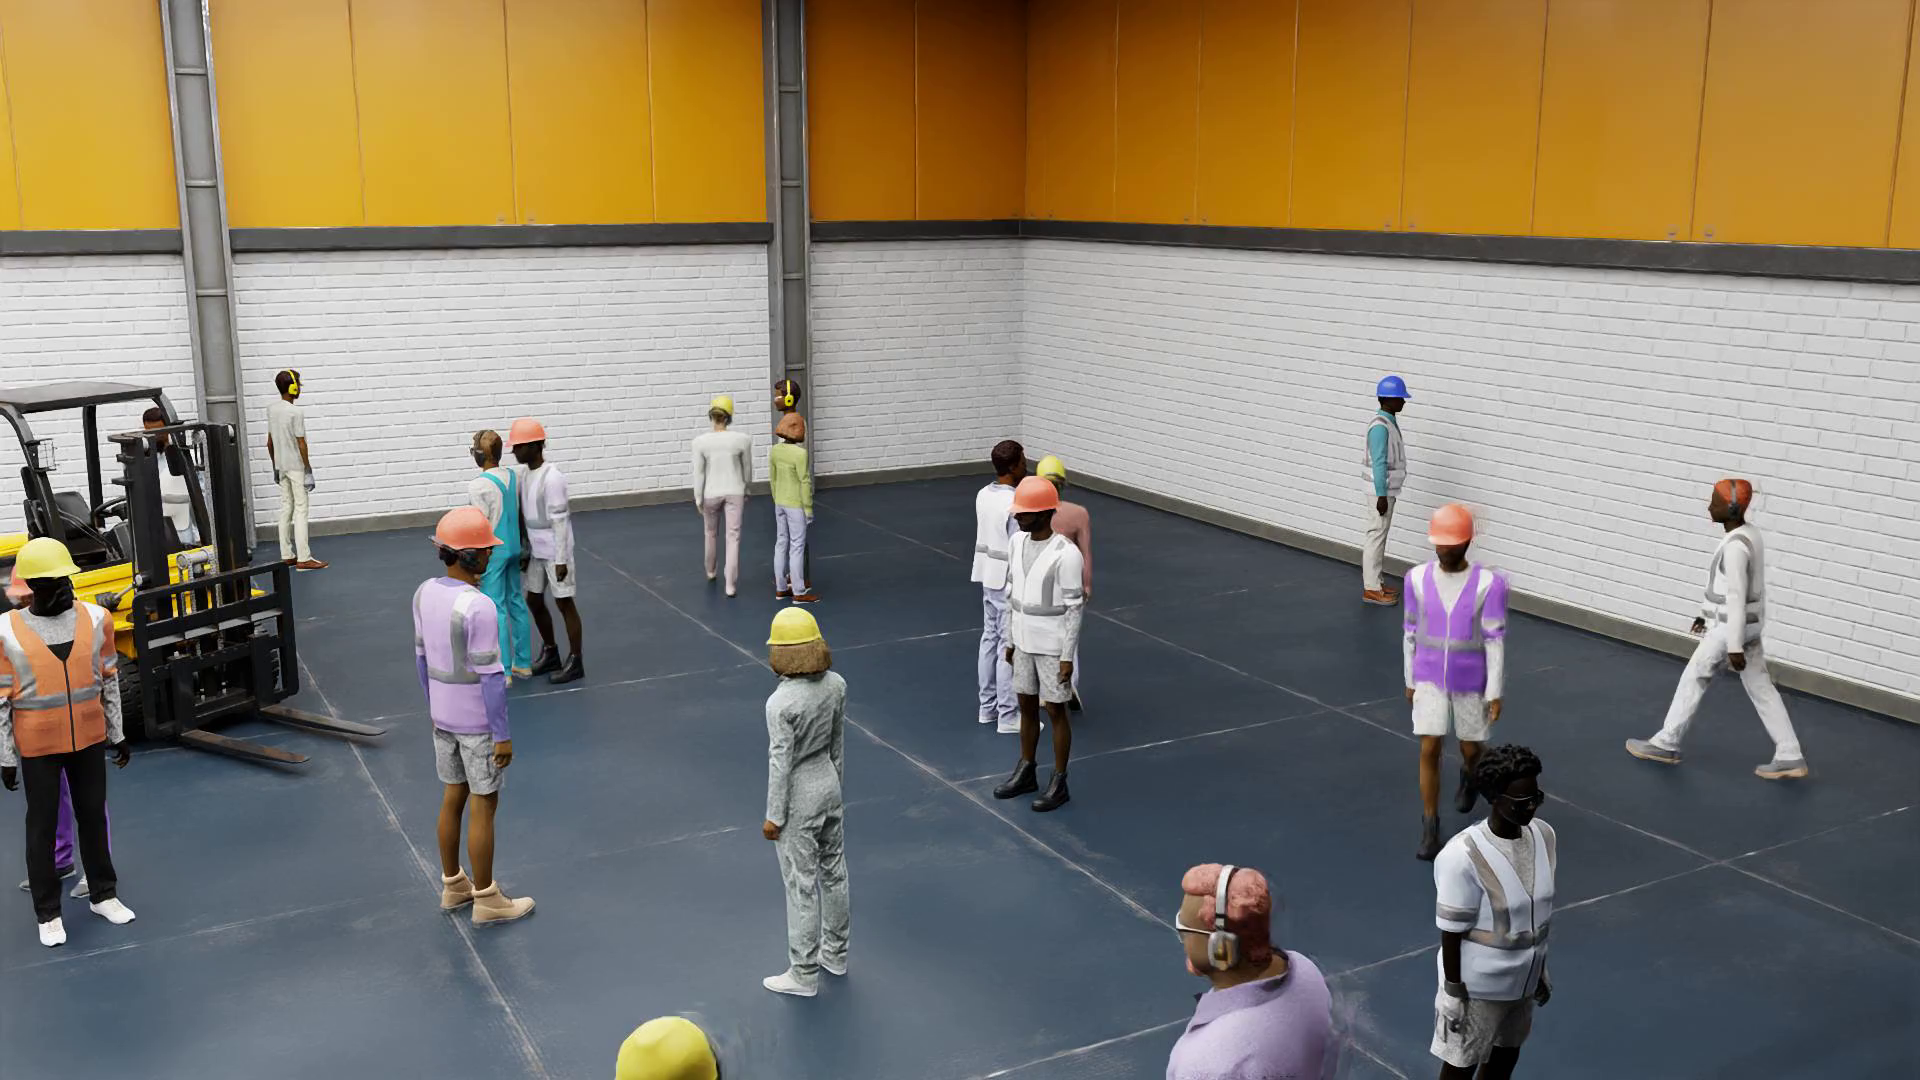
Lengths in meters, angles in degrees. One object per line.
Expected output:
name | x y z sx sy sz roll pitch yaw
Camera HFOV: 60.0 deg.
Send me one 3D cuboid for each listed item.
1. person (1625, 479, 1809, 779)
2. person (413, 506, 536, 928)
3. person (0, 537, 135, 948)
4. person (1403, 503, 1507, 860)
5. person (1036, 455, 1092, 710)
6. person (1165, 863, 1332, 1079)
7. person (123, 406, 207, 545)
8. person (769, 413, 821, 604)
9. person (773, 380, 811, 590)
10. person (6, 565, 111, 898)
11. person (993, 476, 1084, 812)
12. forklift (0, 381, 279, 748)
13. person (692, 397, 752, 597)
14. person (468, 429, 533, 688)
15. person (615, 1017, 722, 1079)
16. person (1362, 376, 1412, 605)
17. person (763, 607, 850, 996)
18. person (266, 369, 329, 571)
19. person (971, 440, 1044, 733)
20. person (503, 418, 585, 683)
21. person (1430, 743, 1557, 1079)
person | 4.654 0.532 9.993 1.028 1.835 0.583 9 15 38
person | -2.341 0.842 8.009 0.616 2.041 0.383 11 16 41
person | -4.237 0.933 7.850 0.354 1.930 0.590 10 16 39
person | 2.663 0.709 8.955 0.563 1.911 0.804 6 13 26
person | 0.624 0.313 11.215 0.536 1.742 0.620 -1 12 -3
person | 0.591 1.711 4.273 0.608 1.891 0.681 7 14 29
person | -5.955 -0.055 12.512 0.593 1.918 0.391 -2 12 -8
person | -1.428 -0.276 14.216 0.279 1.633 0.497 -11 16 -41
person | -1.486 -0.473 14.583 0.314 1.869 0.537 -3 12 -13
person | -4.538 0.920 8.327 0.563 1.750 0.330 4 13 19
person | 0.447 0.585 9.471 0.376 1.934 0.547 -11 16 -41
forklift | -5.853 0.085 11.199 2.313 2.155 1.214 7 14 28
person | -2.083 -0.404 14.650 0.513 1.712 0.889 -1 12 -5
person | -3.284 0.130 11.813 0.327 1.843 0.516 5 13 24
person | -0.683 1.890 3.873 0.942 1.712 0.534 -8 14 -33
person | 3.622 -0.432 14.207 0.388 1.948 0.605 4 13 19
person | -0.694 1.141 7.325 0.304 1.740 0.485 8 14 32
person | -6.169 -0.646 15.400 0.538 1.866 0.312 8 14 32
person | 0.290 0.300 10.837 0.391 1.922 0.590 -6 13 -25
person | -2.989 0.083 11.889 0.463 1.918 0.548 -9 15 -38
person | 1.830 1.508 5.706 0.537 1.696 0.318 -8 14 -33
